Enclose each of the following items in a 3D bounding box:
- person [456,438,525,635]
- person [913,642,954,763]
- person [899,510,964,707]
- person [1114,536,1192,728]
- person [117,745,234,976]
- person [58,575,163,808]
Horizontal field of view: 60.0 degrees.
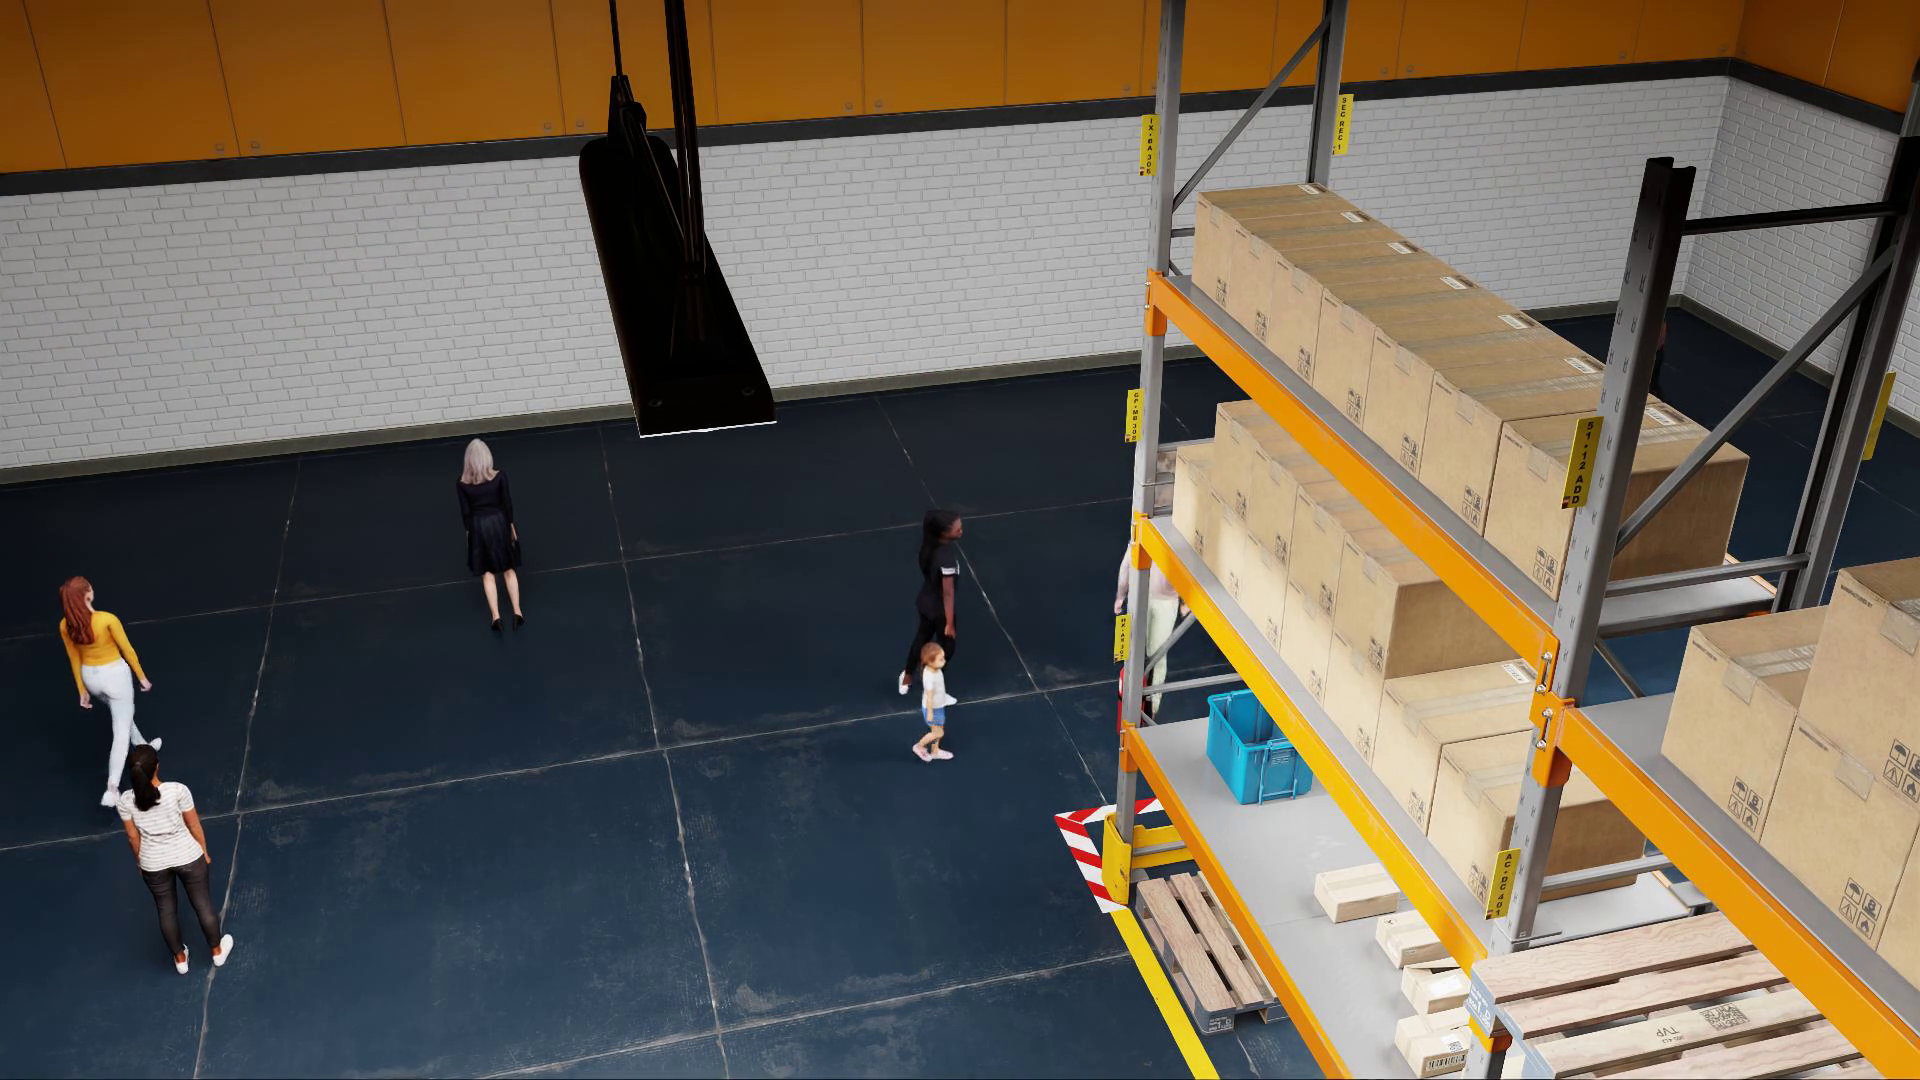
[{"bbox_3d":[-3.850,-0.031,13.650,0.611,1.747,0.579,-10,30,-17],"label":"person"},{"bbox_3d":[-0.228,1.186,12.184,0.576,1.015,0.523,5,29,8],"label":"person"},{"bbox_3d":[-0.202,0.526,12.675,0.888,1.702,0.640,-15,32,-26],"label":"person"},{"bbox_3d":[1.532,0.428,12.709,1.059,1.843,1.109,17,33,28],"label":"person"},{"bbox_3d":[-4.807,1.941,10.140,0.568,1.646,0.521,-8,30,-14],"label":"person"},{"bbox_3d":[-5.987,1.072,11.661,0.780,1.716,1.238,-1,29,-2],"label":"person"}]
